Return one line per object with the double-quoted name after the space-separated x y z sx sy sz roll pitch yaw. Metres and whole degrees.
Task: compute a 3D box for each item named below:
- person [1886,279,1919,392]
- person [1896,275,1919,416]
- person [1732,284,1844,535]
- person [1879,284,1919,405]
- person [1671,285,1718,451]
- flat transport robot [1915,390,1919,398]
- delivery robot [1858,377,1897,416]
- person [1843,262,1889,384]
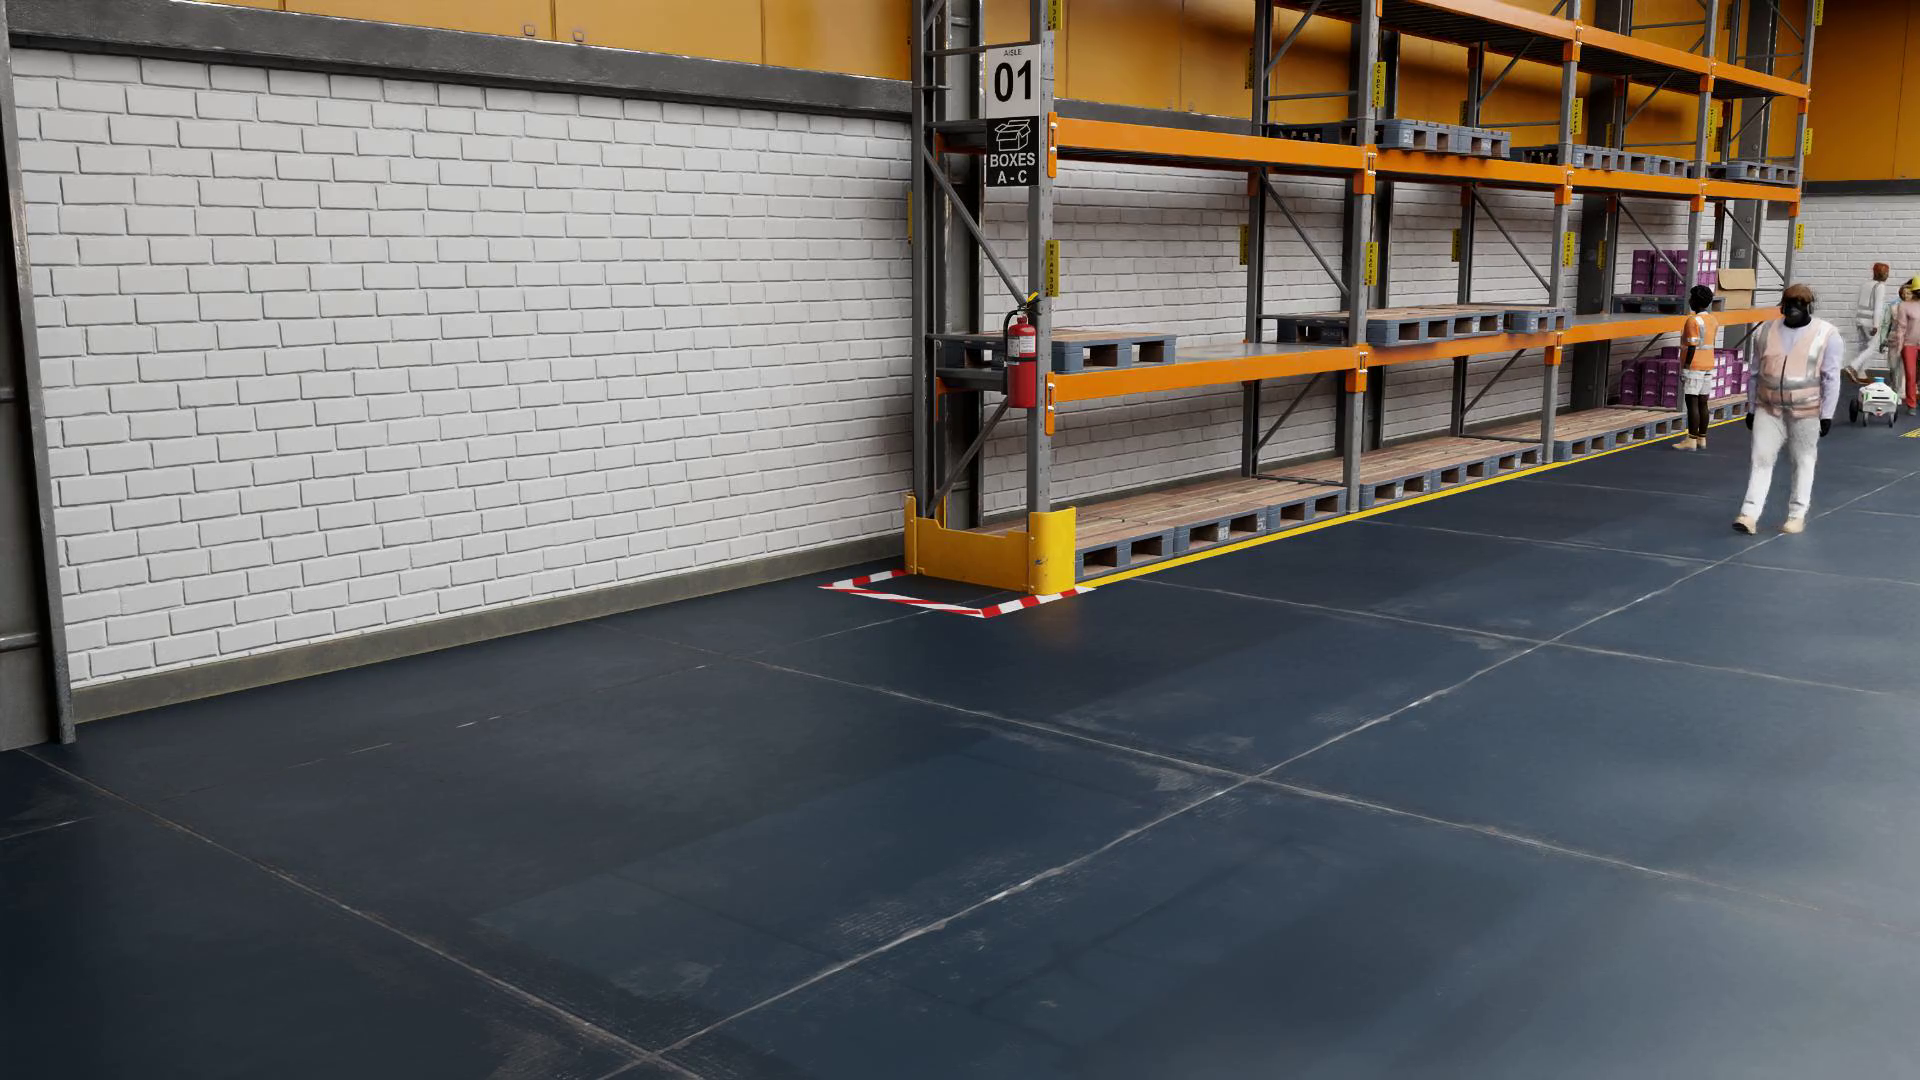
13.405 -2.868 23.524 0.551 1.651 0.800 4 11 20 "person"
11.861 -2.397 20.583 0.529 1.744 0.390 4 11 19 "person"
5.931 -0.918 11.966 0.656 1.806 0.841 9 13 42 "person"
12.626 -2.628 22.273 0.526 1.608 0.779 7 12 36 "person"
7.571 -1.766 17.112 0.541 1.696 0.315 -9 14 -42 "person"
13.755 -2.014 22.585 1.431 0.197 0.652 0 10 1 "flat transport robot"
10.778 -1.668 19.540 0.477 0.478 0.707 4 11 23 "delivery robot"
13.753 -3.284 25.292 0.611 1.871 0.582 -2 10 -10 "person"
